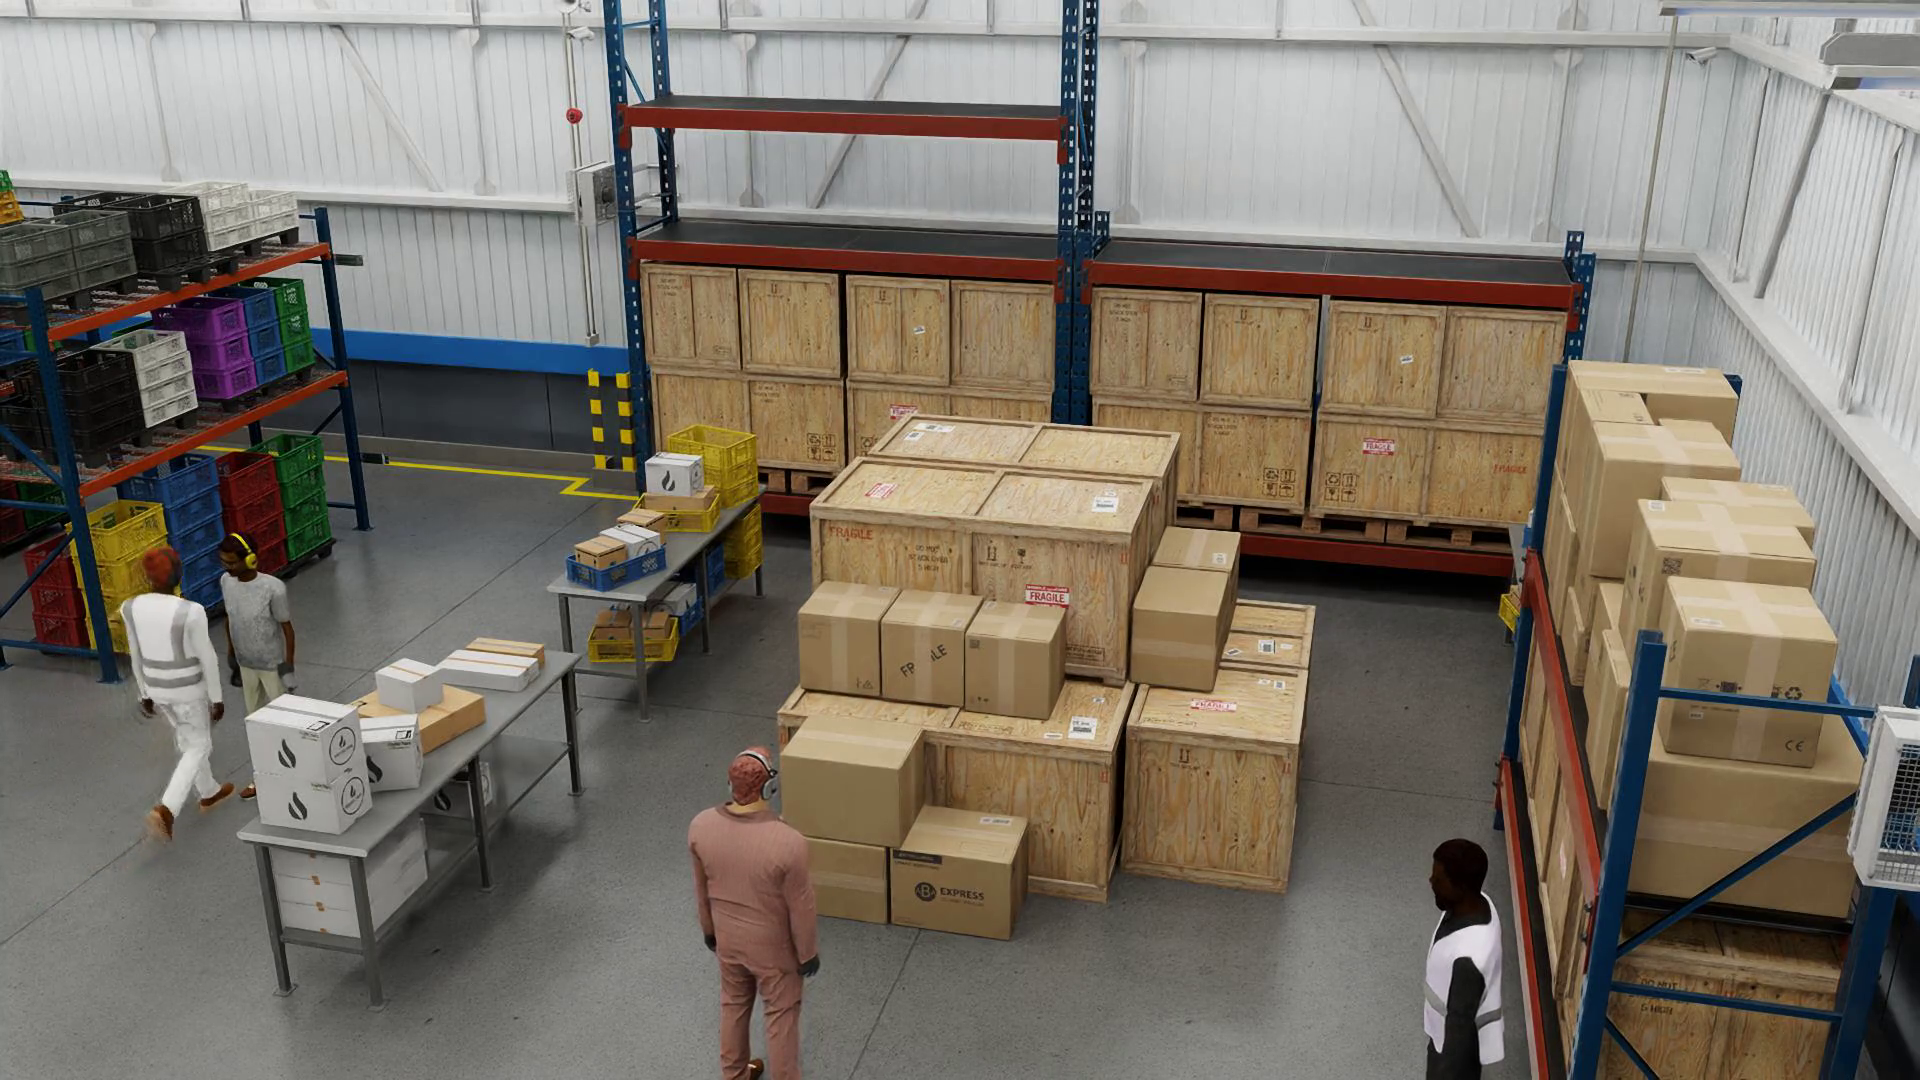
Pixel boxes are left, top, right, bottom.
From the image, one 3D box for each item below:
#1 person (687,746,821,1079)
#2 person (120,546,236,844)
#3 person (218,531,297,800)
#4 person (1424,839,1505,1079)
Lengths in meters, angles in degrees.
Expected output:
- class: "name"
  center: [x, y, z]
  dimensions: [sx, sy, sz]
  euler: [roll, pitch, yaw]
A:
- class: "person"
  center: [-0.948, 1.859, 7.891]
  dimensions: [0.648, 1.900, 0.400]
  euler: [11, 23, 26]
- class: "person"
  center: [-4.892, 0.962, 10.301]
  dimensions: [0.582, 1.858, 0.834]
  euler: [4, 21, 12]
- class: "person"
  center: [-4.487, 0.815, 10.663]
  dimensions: [0.518, 1.865, 0.327]
  euler: [6, 22, 16]
- class: "person"
  center: [2.125, 2.143, 7.131]
  dimensions: [0.398, 1.907, 0.600]
  euler: [6, 22, 15]
